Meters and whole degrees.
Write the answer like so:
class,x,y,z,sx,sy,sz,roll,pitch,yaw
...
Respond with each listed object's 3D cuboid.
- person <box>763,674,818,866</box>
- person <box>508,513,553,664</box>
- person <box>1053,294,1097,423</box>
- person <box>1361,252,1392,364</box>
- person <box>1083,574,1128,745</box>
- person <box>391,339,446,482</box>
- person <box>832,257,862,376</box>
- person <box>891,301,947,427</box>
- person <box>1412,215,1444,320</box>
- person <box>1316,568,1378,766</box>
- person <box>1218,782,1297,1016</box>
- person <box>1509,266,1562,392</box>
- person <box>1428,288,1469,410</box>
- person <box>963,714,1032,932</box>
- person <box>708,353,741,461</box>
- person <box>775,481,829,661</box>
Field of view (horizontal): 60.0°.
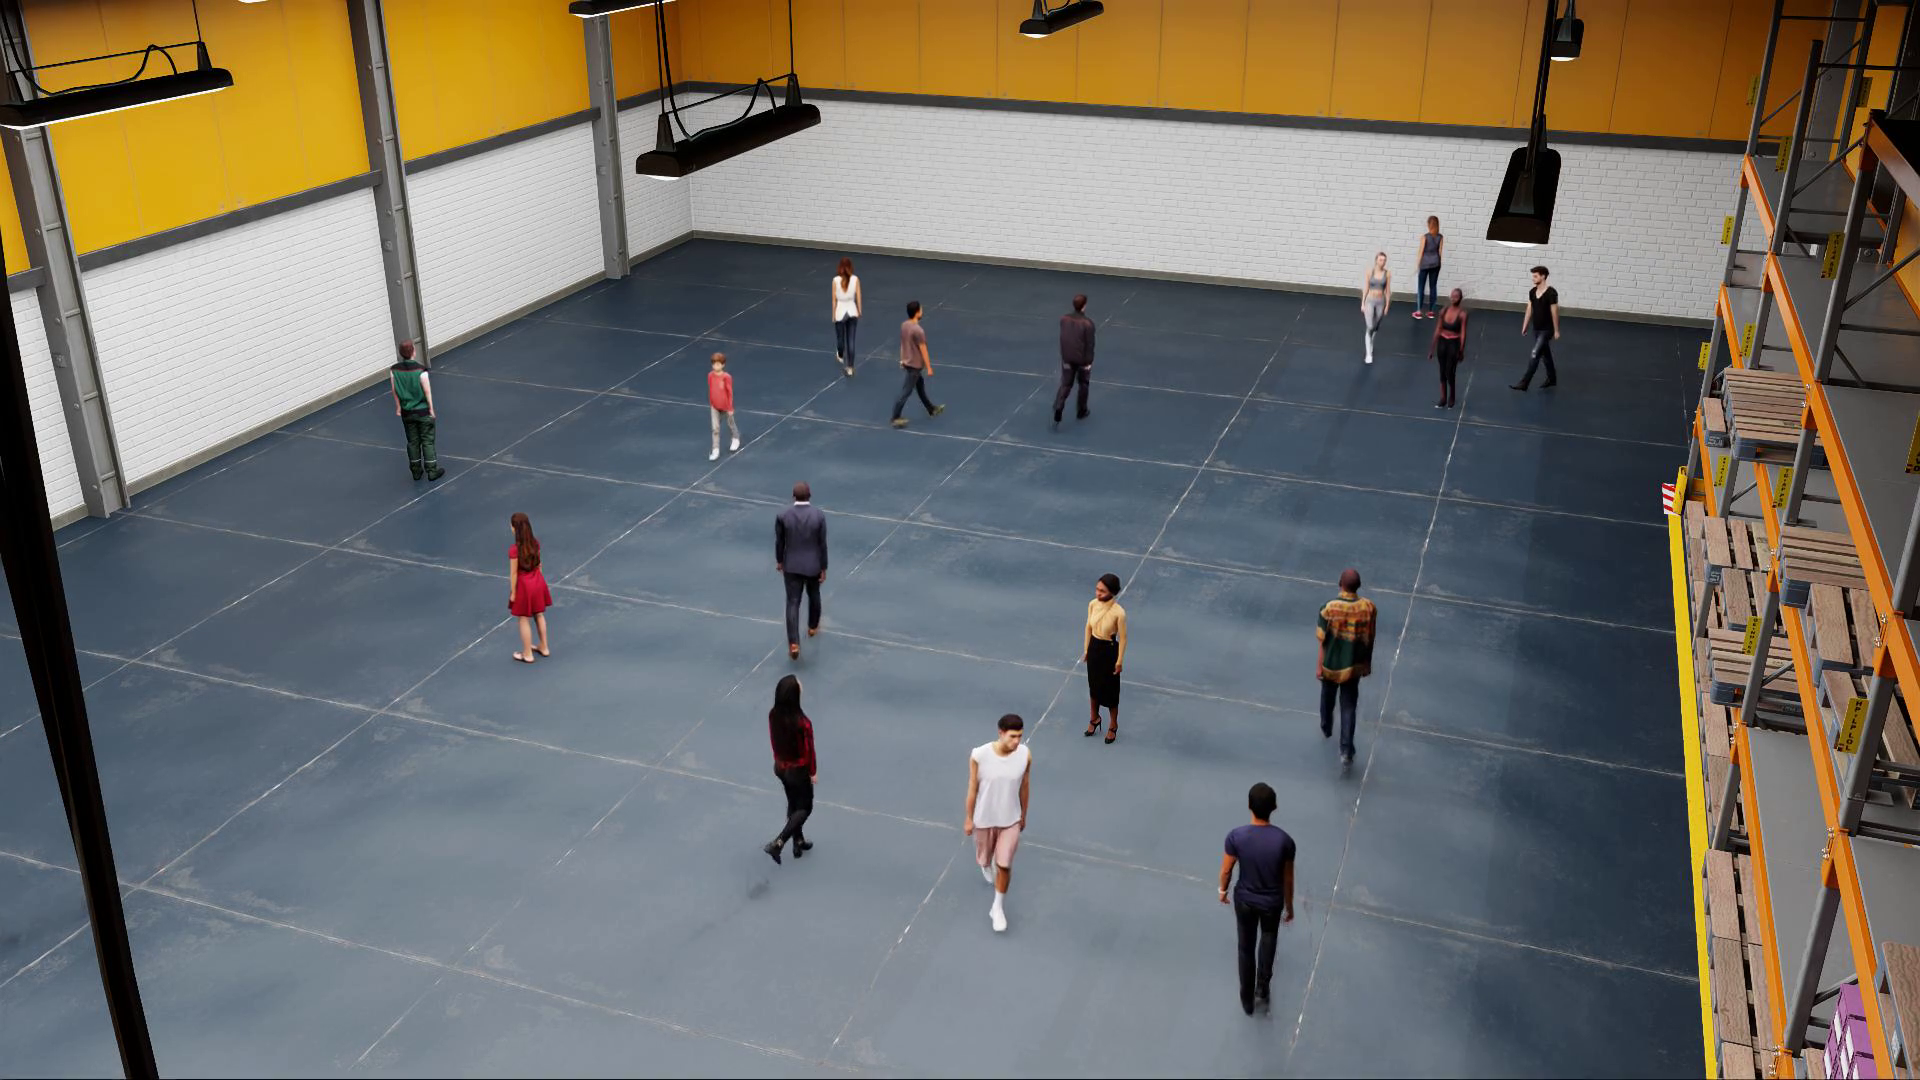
class,x,y,z,sx,sy,sz,roll,pitch,yaw
person,-1.364,1.871,13.201,0.720,1.644,0.884,16,28,33
person,-4.289,0.463,16.541,0.686,1.549,0.614,16,28,32
person,1.554,-2.468,22.917,0.775,1.813,1.039,12,26,26
person,6.429,-3.630,25.757,0.732,1.666,1.185,3,24,6
person,1.311,1.066,15.030,0.645,1.653,0.656,19,30,37
person,-6.868,-1.649,21.005,0.704,1.842,0.673,2,24,5
person,-1.690,-3.325,24.959,0.972,1.747,1.140,-5,24,-12
person,-0.725,-2.370,22.803,1.188,1.724,1.086,-13,27,-27
person,7.854,-4.572,27.841,0.640,1.724,0.662,-3,24,-7
person,3.403,1.137,14.711,0.929,1.780,1.273,2,24,4
person,2.062,2.542,11.498,0.735,1.779,0.676,3,24,8
person,8.585,-3.059,24.236,1.128,1.838,1.130,-11,26,-23
person,6.986,-2.740,23.620,0.696,1.747,0.712,19,30,37
person,0.274,2.057,12.633,0.922,1.757,1.108,-1,24,-3
person,-3.098,-1.789,21.899,0.538,1.385,0.941,7,25,16
person,-1.584,0.309,16.573,0.971,1.805,1.270,-1,24,-1
